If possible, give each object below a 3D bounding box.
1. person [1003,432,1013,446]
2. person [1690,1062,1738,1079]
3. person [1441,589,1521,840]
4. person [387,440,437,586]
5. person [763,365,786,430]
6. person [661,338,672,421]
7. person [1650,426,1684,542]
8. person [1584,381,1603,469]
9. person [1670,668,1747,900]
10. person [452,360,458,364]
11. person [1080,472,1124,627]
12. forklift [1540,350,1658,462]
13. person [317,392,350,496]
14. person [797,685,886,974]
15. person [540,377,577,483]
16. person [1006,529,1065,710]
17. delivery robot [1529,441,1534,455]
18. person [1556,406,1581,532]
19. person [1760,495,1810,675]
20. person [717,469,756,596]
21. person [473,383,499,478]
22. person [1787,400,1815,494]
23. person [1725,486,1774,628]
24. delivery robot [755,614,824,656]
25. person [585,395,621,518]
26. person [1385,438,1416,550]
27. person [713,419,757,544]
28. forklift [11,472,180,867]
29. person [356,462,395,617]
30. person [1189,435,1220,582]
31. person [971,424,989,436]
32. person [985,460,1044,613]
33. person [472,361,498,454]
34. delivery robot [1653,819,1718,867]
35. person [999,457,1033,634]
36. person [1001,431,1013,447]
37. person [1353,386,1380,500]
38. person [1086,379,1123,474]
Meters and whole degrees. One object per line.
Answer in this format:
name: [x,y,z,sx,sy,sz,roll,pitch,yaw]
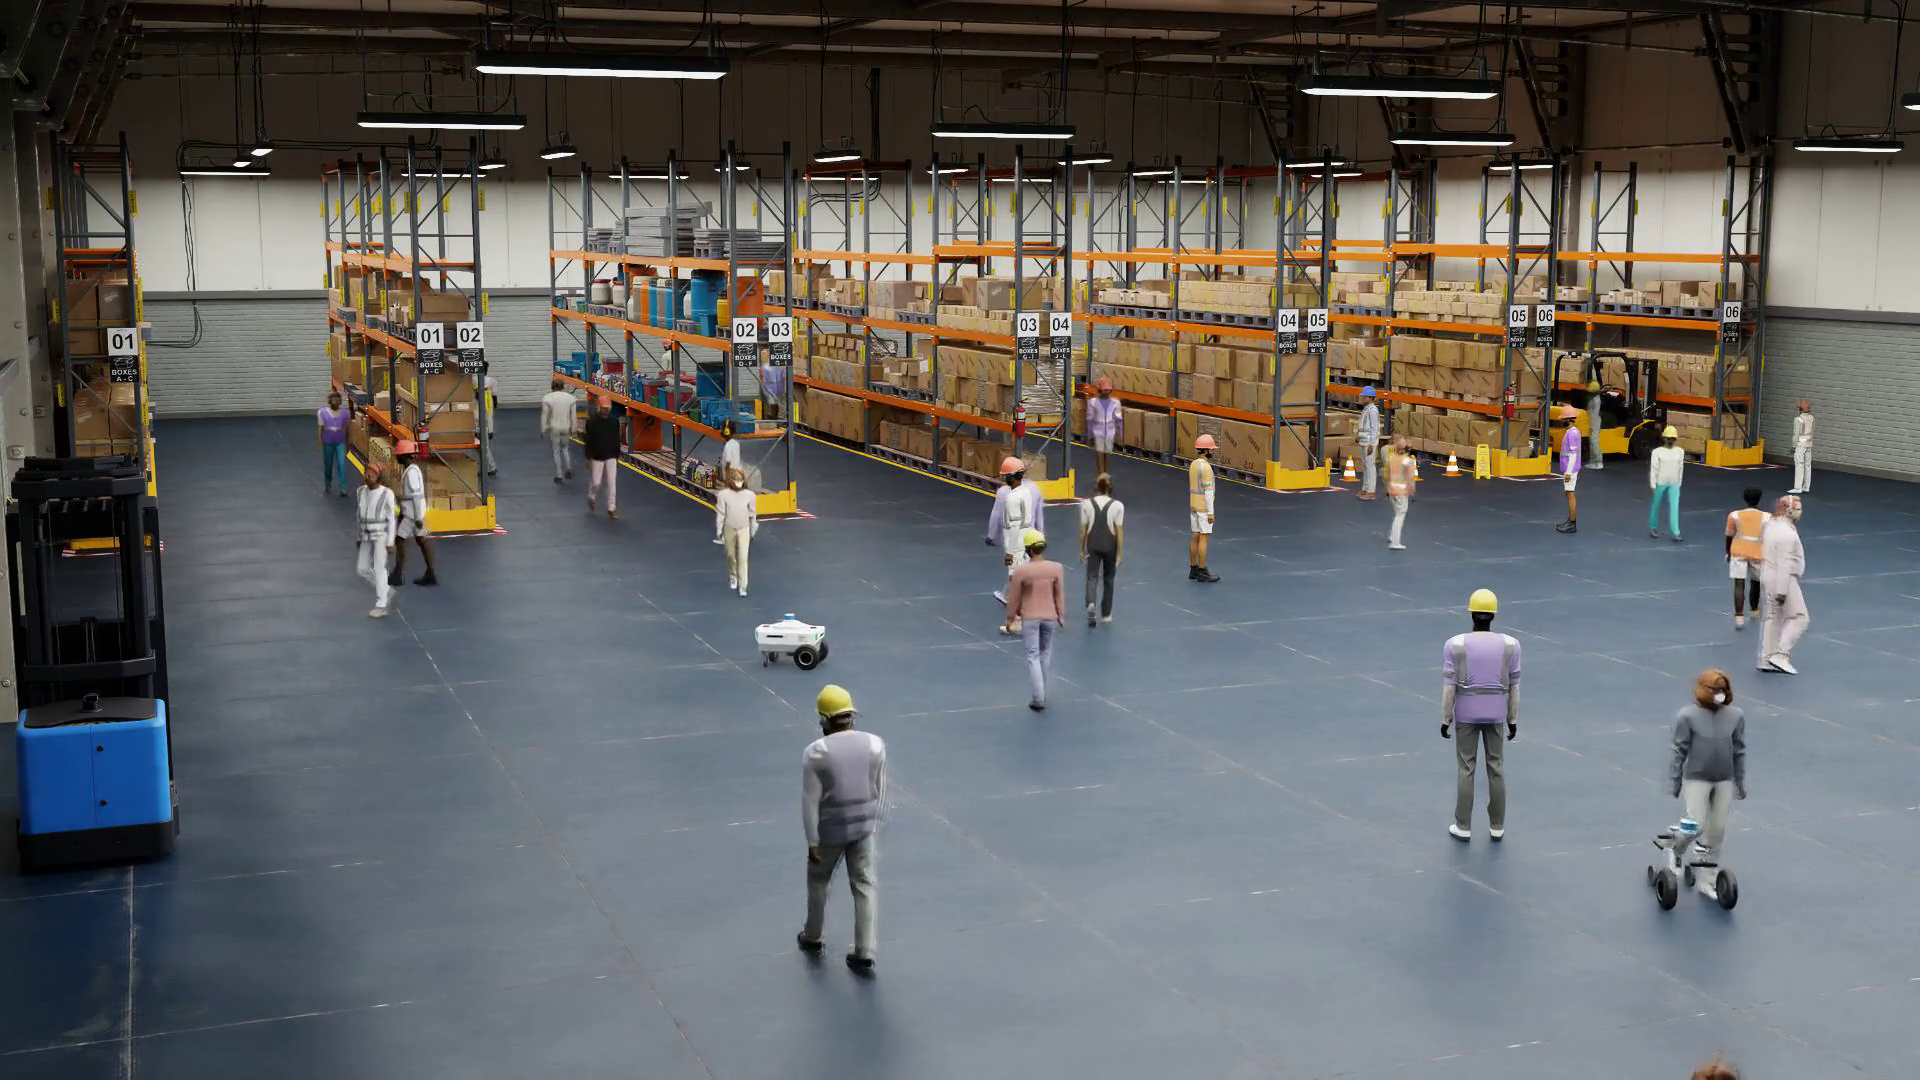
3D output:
person: [1.028,-2.427,41.433,0.480,1.828,0.661,-8,12,-44]
person: [2.807,2.718,7.884,0.518,1.588,0.866,6,10,34]
person: [3.969,1.331,16.010,0.591,1.926,0.387,0,9,2]
person: [-7.244,-0.348,27.265,0.862,1.900,0.548,-1,9,-9]
person: [-4.182,-3.371,47.500,0.559,1.887,0.993,-4,9,-22]
person: [-7.018,-3.890,50.632,0.406,1.986,0.617,5,10,28]
person: [10.541,-0.849,31.245,0.537,1.713,0.931,-1,9,-4]
person: [12.240,-2.215,40.424,0.354,1.704,0.614,2,9,10]
person: [5.236,1.682,14.687,0.504,1.620,0.430,-1,9,-7]
person: [-10.361,-2.698,42.823,0.623,1.949,1.006,-2,9,-13]
person: [1.646,0.121,24.428,0.523,1.822,0.750,2,9,12]
forklift: [12.897,-2.725,42.309,2.313,2.155,1.214,-3,9,-21]
person: [-10.941,-1.699,36.601,0.579,1.815,0.860,-4,9,-23]
person: [-0.784,1.801,13.305,0.605,1.799,0.810,-4,9,-26]
person: [-7.354,-2.012,38.337,0.647,1.923,0.478,-6,10,-34]
person: [0.703,0.755,20.430,0.551,1.738,0.713,-3,9,-20]
delivery robot: [11.198,-1.909,41.979,0.477,0.478,0.707,-2,9,-12]
person: [9.334,-1.093,32.147,0.368,1.933,0.552,3,9,19]
person: [8.650,0.466,21.907,0.475,1.893,0.653,1,9,4]
person: [-2.857,-0.130,26.805,0.500,1.603,0.801,-1,9,-5]
person: [-8.889,-2.053,39.112,0.423,1.792,0.697,-5,10,-29]
person: [14.763,-1.628,36.699,0.511,1.639,0.308,-6,10,-33]
person: [9.262,0.179,24.582,0.551,1.642,0.887,4,9,25]
delivery robot: [-1.822,1.032,22.386,0.707,0.478,0.477,1,9,9]
person: [-5.771,-1.361,33.797,0.626,1.978,0.746,-5,10,-28]
person: [6.399,-0.670,30.360,0.458,1.620,0.538,-5,10,-29]
person: [-3.336,-0.844,30.793,0.580,1.841,0.537,1,9,5]
forklift: [-6.630,0.886,15.957,1.129,2.768,1.873,-3,9,-21]
person: [-7.020,-0.018,25.205,0.598,1.865,0.461,5,10,29]
person: [3.228,-0.429,27.707,0.355,1.938,0.545,-3,9,-18]
person: [0.500,-3.279,47.125,0.660,1.809,0.882,-2,9,-11]
person: [0.656,-0.053,25.488,0.641,1.853,0.979,-7,11,-38]
person: [-9.853,-2.745,43.268,0.606,1.919,1.027,-3,9,-18]
delivery robot: [5.077,2.070,14.608,0.335,0.223,0.698,0,8,0]
person: [0.631,0.059,24.127,0.394,2.038,0.605,3,9,18]
person: [0.928,-2.592,42.271,0.382,1.909,0.610,-2,9,-13]
person: [7.007,-1.672,35.946,0.375,1.950,0.614,0,9,-3]
person: [2.575,-1.861,37.089,0.632,1.985,1.034,-1,9,-8]
